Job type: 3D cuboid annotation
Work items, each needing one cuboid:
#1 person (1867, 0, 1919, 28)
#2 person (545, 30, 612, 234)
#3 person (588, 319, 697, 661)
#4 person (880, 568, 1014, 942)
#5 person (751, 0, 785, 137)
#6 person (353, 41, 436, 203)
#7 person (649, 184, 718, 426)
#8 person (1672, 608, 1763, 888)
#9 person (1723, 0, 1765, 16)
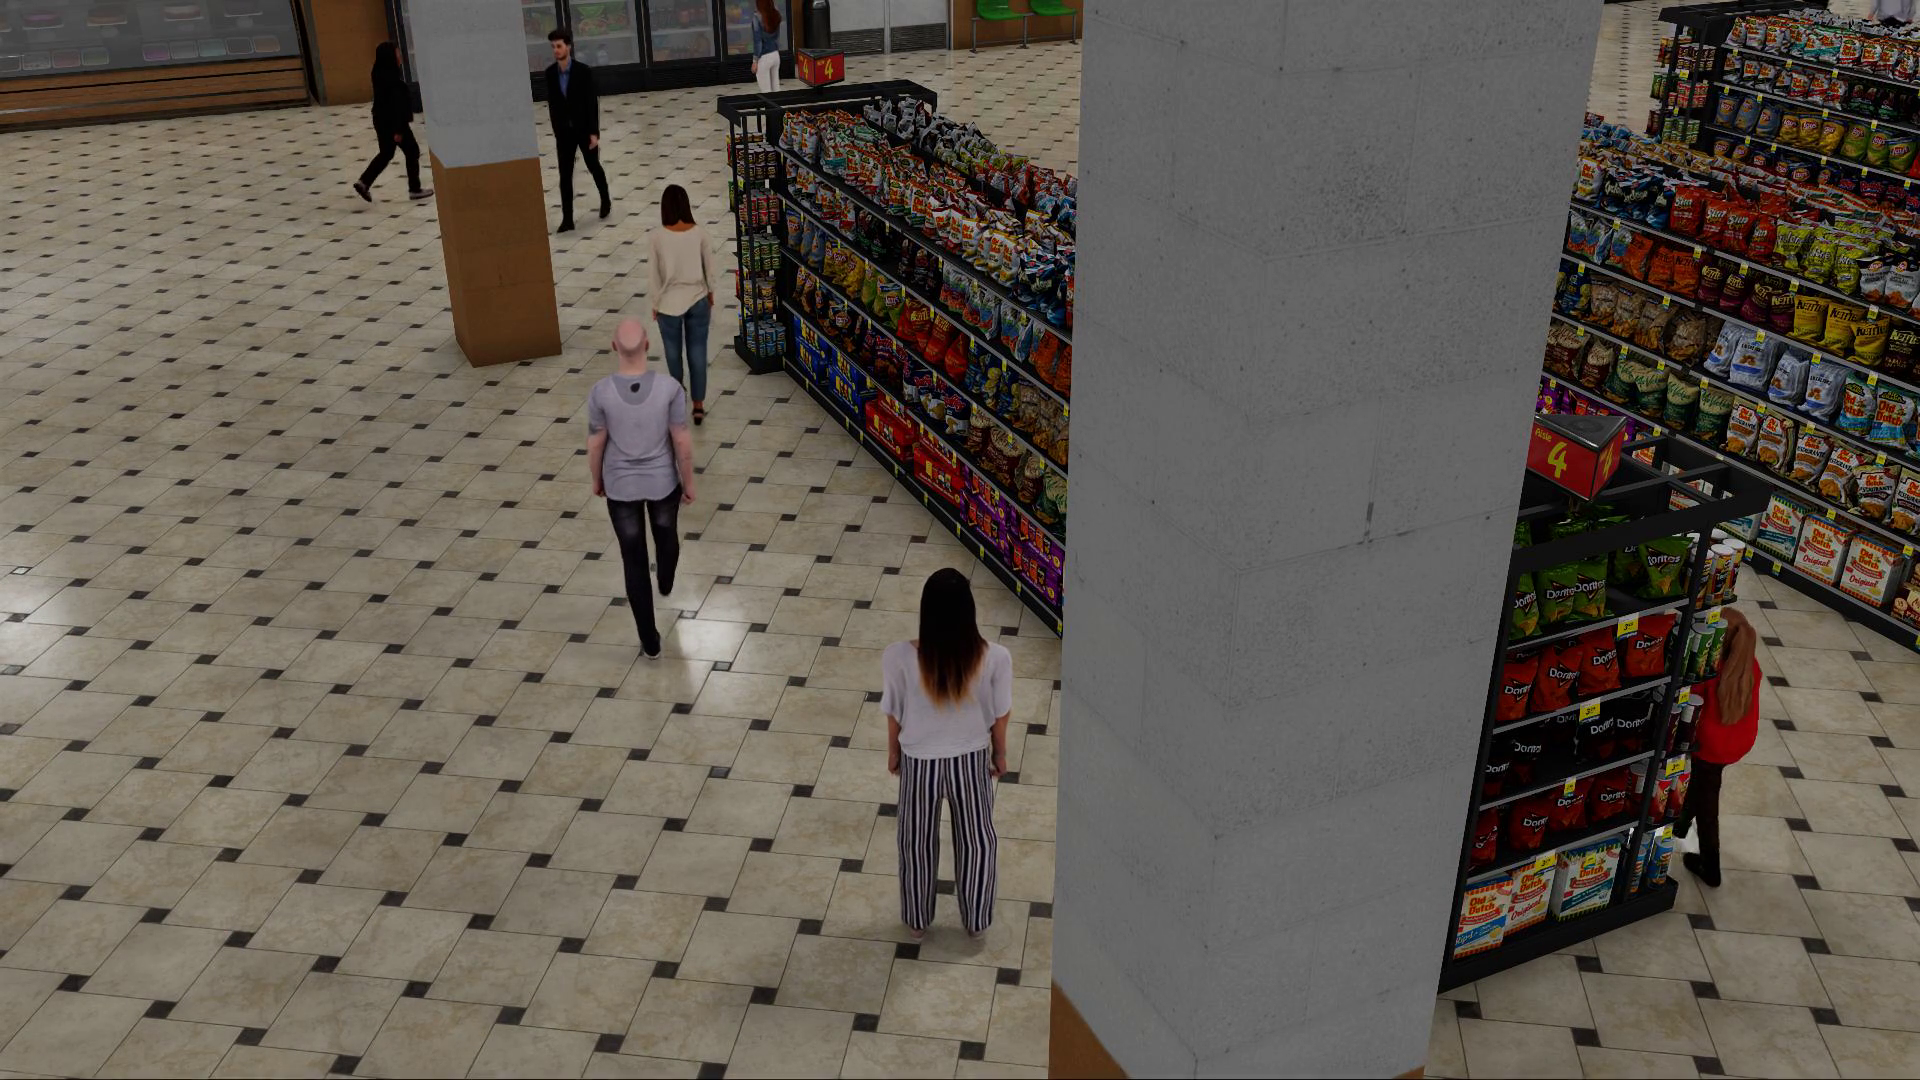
[{"bbox_3d":[12.060,-6.766,21.472,0.983,1.907,1.169,-24,36,-39],"label":"person"},{"bbox_3d":[-3.629,-3.932,15.944,1.135,1.853,1.313,4,27,8],"label":"person"},{"bbox_3d":[-1.662,-0.228,8.718,0.864,1.782,1.241,-6,28,-12],"label":"person"},{"bbox_3d":[-0.057,0.878,6.650,0.776,1.680,0.779,1,27,2],"label":"person"},{"bbox_3d":[-2.237,-5.585,19.371,0.701,1.701,0.694,16,31,28],"label":"person"},{"bbox_3d":[-5.759,-4.137,16.645,1.056,1.585,0.914,24,35,38],"label":"person"},{"bbox_3d":[-1.914,-1.598,11.568,0.770,1.647,1.085,-7,28,-13],"label":"person"},{"bbox_3d":[3.235,0.908,7.053,0.576,1.262,0.800,-6,28,-12],"label":"person"},{"bbox_3d":[10.341,-6.922,21.902,1.086,1.797,1.265,5,27,9],"label":"person"}]
